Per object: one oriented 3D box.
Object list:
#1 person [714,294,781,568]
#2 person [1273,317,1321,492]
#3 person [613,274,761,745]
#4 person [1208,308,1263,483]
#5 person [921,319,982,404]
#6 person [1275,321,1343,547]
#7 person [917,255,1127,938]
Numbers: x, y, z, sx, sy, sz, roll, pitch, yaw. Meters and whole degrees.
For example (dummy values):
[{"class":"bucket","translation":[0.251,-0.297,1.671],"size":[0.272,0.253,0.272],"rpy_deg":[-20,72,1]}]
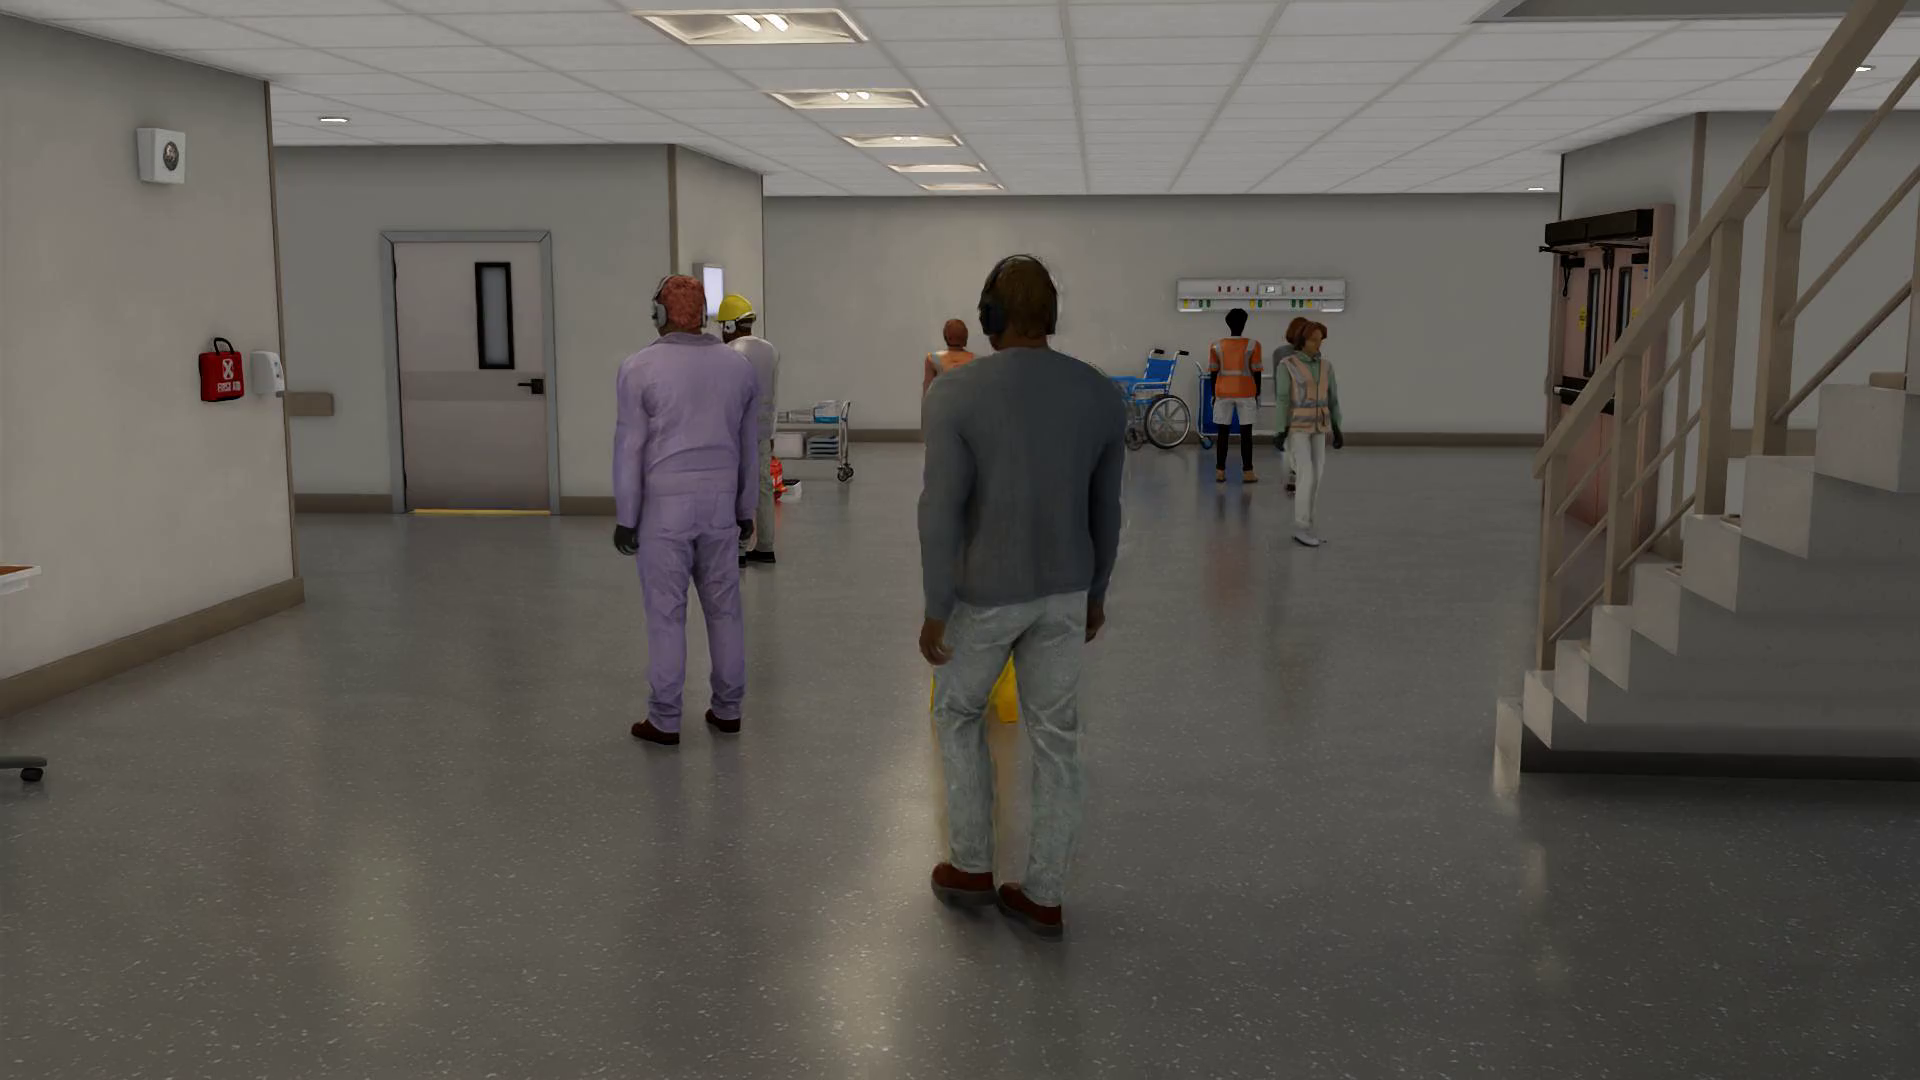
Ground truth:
[{"class":"person","translation":[-1.454,-0.721,11.115],"size":[0.403,1.824,0.590],"rpy_deg":[6,11,37]},{"class":"person","translation":[3.091,-1.235,15.265],"size":[0.493,1.618,0.362],"rpy_deg":[6,10,36]},{"class":"person","translation":[-1.128,-0.127,6.813],"size":[0.636,1.900,0.403],"rpy_deg":[-7,11,-40]},{"class":"person","translation":[2.666,-1.391,16.080],"size":[0.532,1.698,0.319],"rpy_deg":[3,9,20]},{"class":"person","translation":[-0.052,-0.978,13.511],"size":[0.548,1.617,0.610],"rpy_deg":[-1,8,-6]},{"class":"person","translation":[2.561,-0.768,12.072],"size":[0.555,1.625,0.450],"rpy_deg":[-5,10,-29]},{"class":"person","translation":[0.134,0.151,4.825],"size":[0.655,1.921,0.667],"rpy_deg":[-3,9,-22]}]
